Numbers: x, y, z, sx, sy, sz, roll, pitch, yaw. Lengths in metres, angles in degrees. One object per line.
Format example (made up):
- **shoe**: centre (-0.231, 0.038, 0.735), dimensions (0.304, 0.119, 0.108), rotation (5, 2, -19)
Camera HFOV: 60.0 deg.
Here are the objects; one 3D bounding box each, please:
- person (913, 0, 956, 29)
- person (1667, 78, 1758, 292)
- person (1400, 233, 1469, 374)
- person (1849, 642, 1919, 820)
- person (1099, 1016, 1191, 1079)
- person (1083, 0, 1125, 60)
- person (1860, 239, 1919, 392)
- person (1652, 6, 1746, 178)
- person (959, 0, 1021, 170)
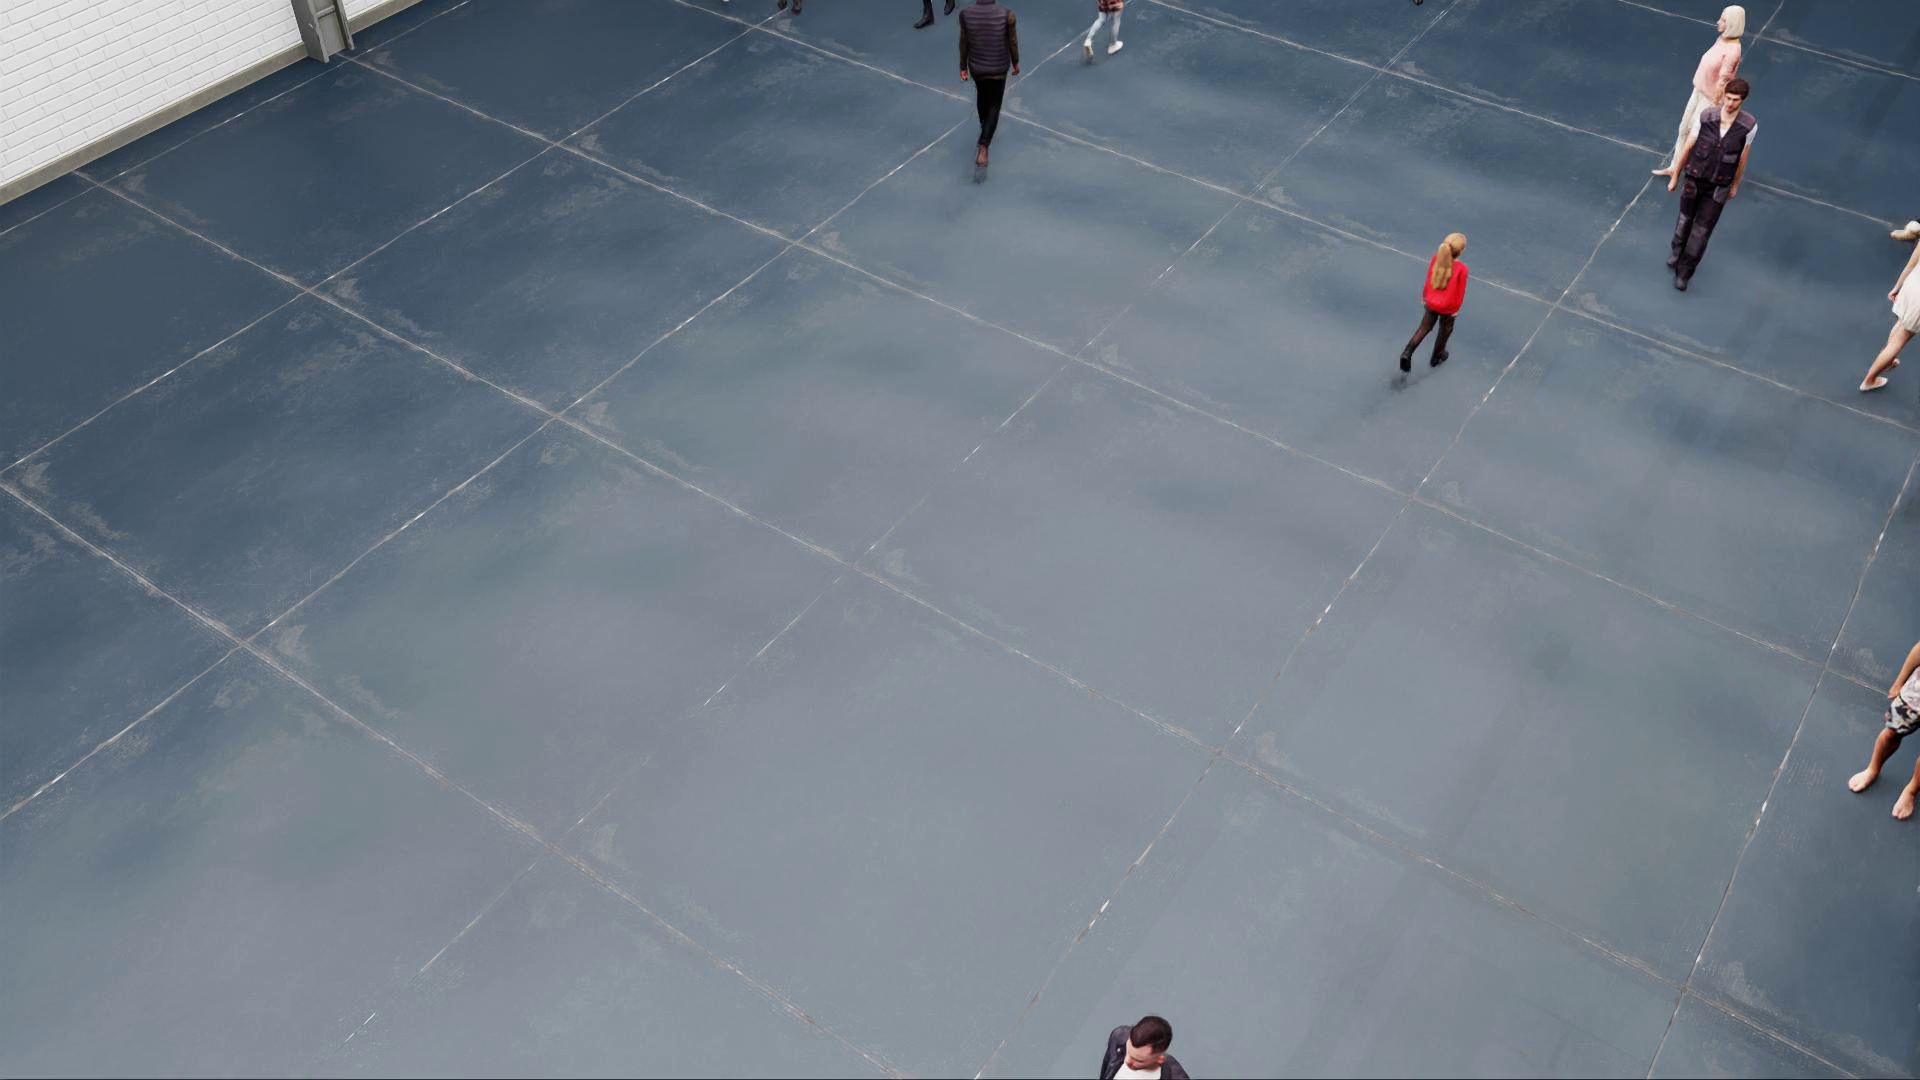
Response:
- **person**: centre (-0.268, -6.268, 17.440), dimensions (0.829, 1.792, 0.700), rotation (-34, 53, -30)
- **person**: centre (6.351, -3.094, 14.084), dimensions (0.722, 1.823, 0.958), rotation (22, 48, 22)
- **person**: centre (3.788, -1.859, 13.191), dimensions (0.837, 1.269, 0.588), rotation (-33, 53, -30)
- **person**: centre (5.843, 0.914, 9.886), dimensions (0.704, 1.812, 0.625), rotation (34, 53, 30)
- **person**: centre (0.853, 2.777, 7.913), dimensions (0.598, 1.835, 0.695), rotation (-34, 53, -30)
- **person**: centre (1.498, -5.555, 17.053), dimensions (0.568, 1.293, 0.812), rotation (30, 51, 28)
- **person**: centre (7.366, -1.856, 12.879), dimensions (0.872, 1.694, 0.776), rotation (-18, 47, -18)
- **person**: centre (6.903, -4.044, 15.162), dimensions (0.915, 1.713, 0.938), rotation (4, 44, 4)
- **person**: centre (0.250, -4.304, 15.372), dimensions (0.936, 1.800, 1.252), rotation (12, 45, 13)
